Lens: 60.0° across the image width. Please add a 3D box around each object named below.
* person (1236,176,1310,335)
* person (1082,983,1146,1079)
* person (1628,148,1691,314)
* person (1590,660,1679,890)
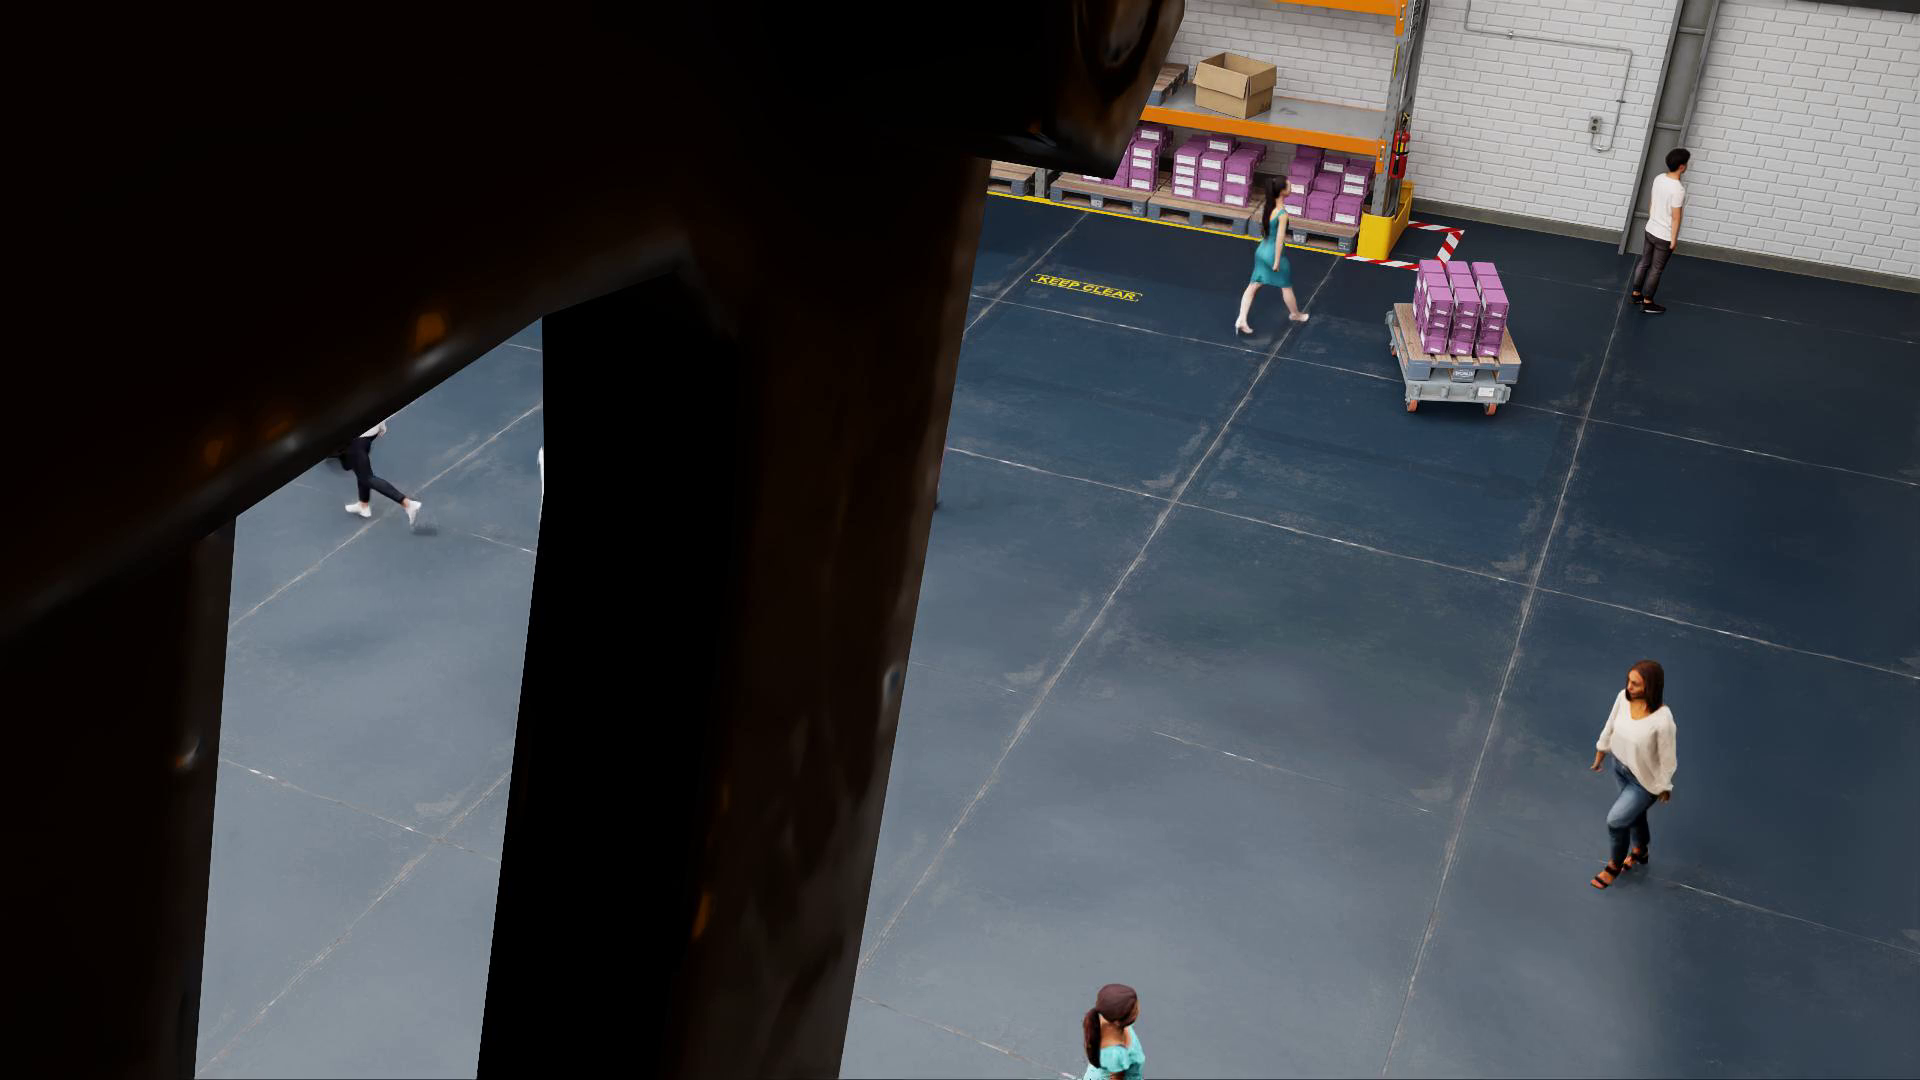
[{"bbox_3d":[3.004,-2.775,16.458,1.033,1.642,0.998,-13,36,-19],"label":"person"},{"bbox_3d":[0.669,2.753,8.223,0.833,1.551,0.745,-5,34,-8],"label":"person"},{"bbox_3d":[7.165,-3.174,16.987,0.732,1.721,0.705,-6,34,-10],"label":"person"},{"bbox_3d":[4.193,1.420,10.134,0.878,1.655,0.818,-10,35,-15],"label":"person"}]
